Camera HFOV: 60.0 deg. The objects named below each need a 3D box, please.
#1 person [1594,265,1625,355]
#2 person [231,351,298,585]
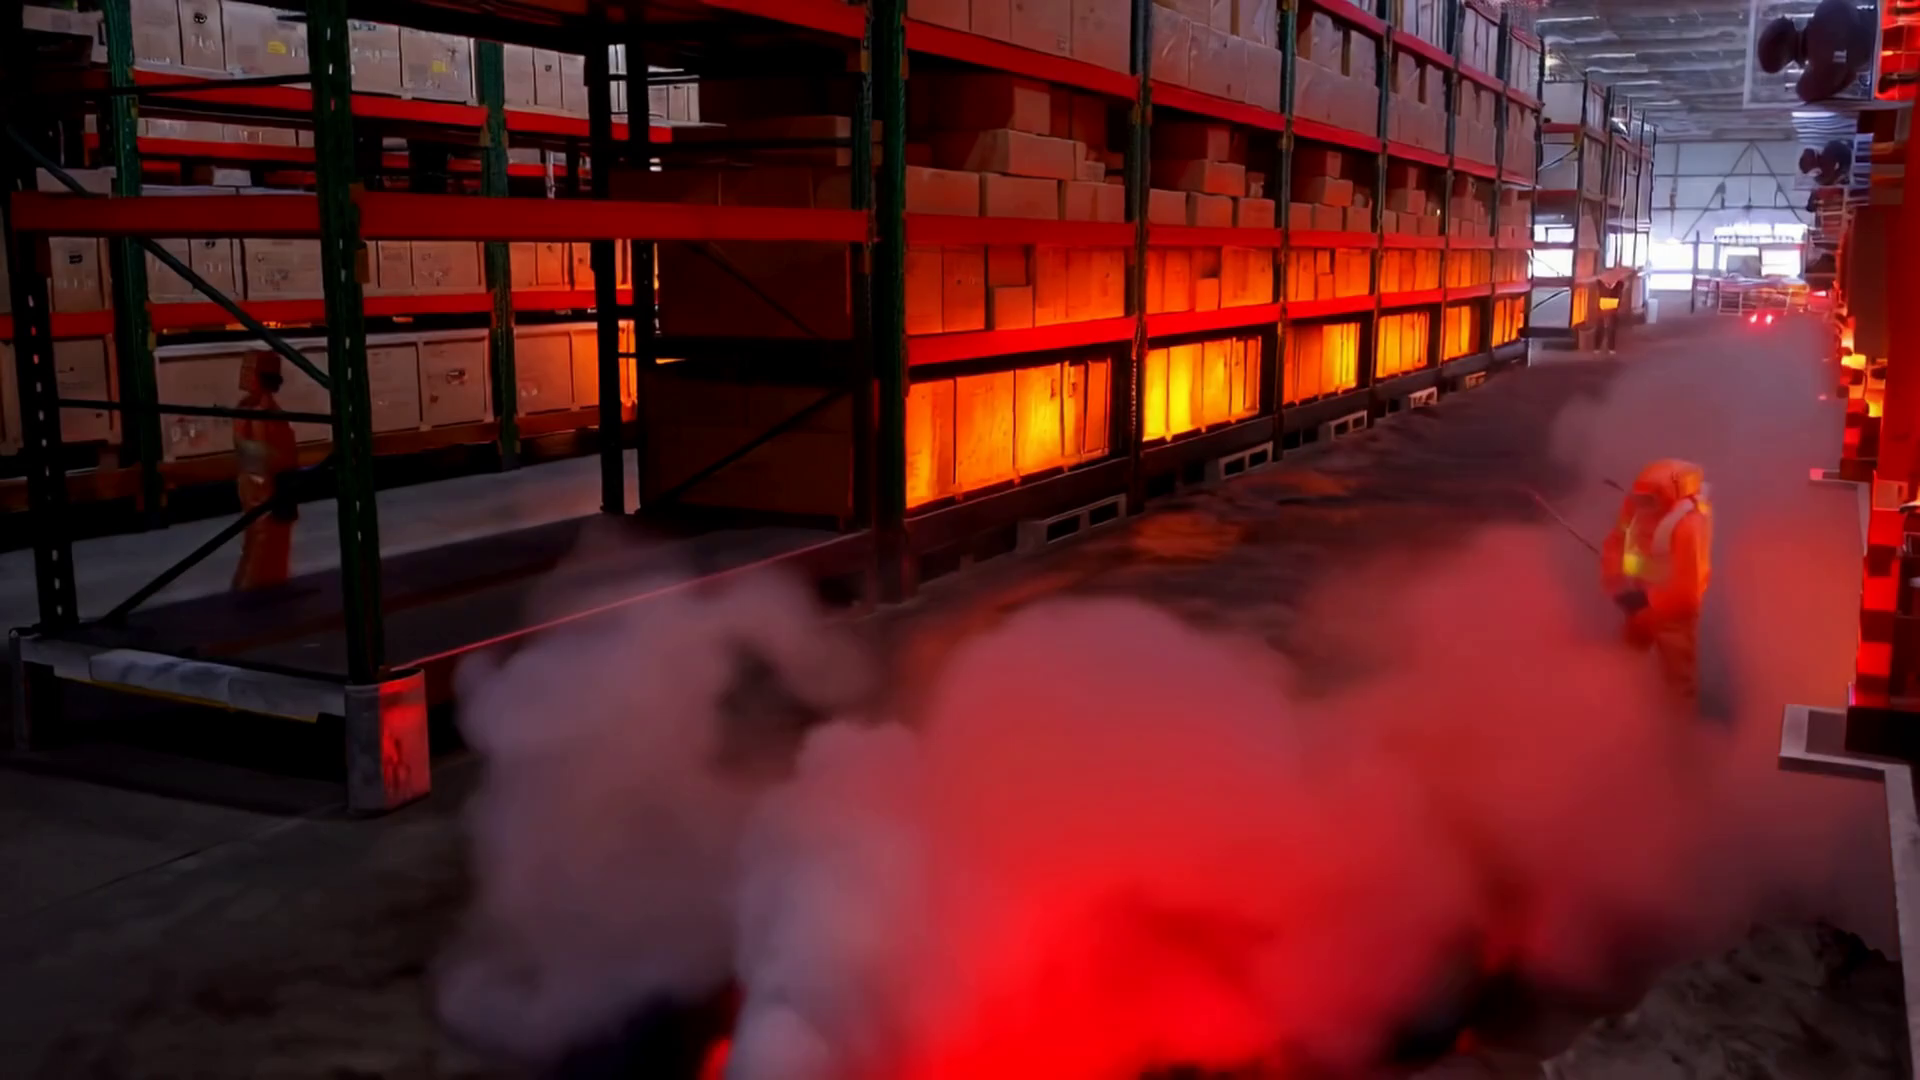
[{"bbox_3d":[13.940,-4.938,35.734,0.587,1.914,0.392,3,10,18],"label":"person"},{"bbox_3d":[-3.857,-0.229,9.261,0.523,1.638,0.310,9,13,41],"label":"person"}]
